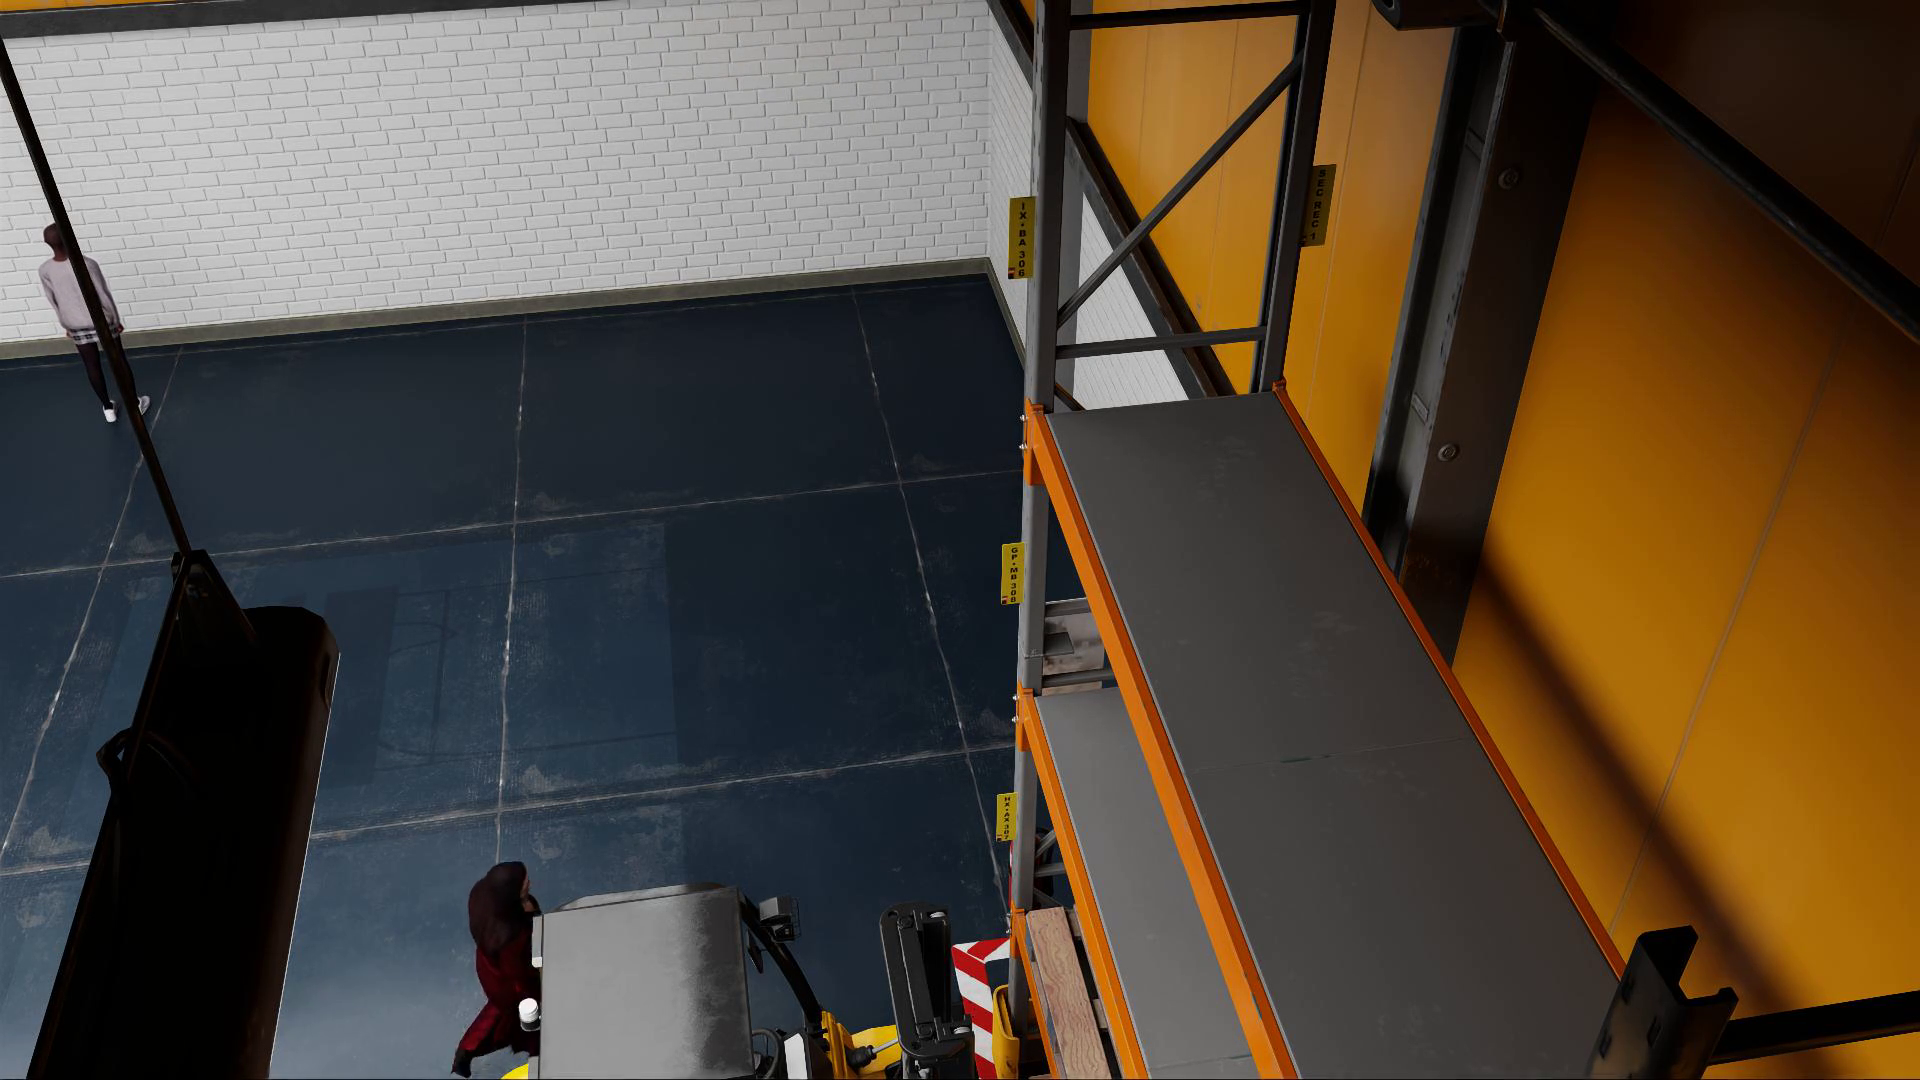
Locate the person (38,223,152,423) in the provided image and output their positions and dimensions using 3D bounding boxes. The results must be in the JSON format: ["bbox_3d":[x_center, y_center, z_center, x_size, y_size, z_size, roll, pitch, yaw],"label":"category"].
[{"bbox_3d":[-7.018,-1.750,13.411,0.614,1.772,0.533,-8,39,-10],"label":"person"}]

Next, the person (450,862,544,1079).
[{"bbox_3d":[-2.336,2.247,8.440,0.963,1.728,0.948,-26,45,-29],"label":"person"}]
